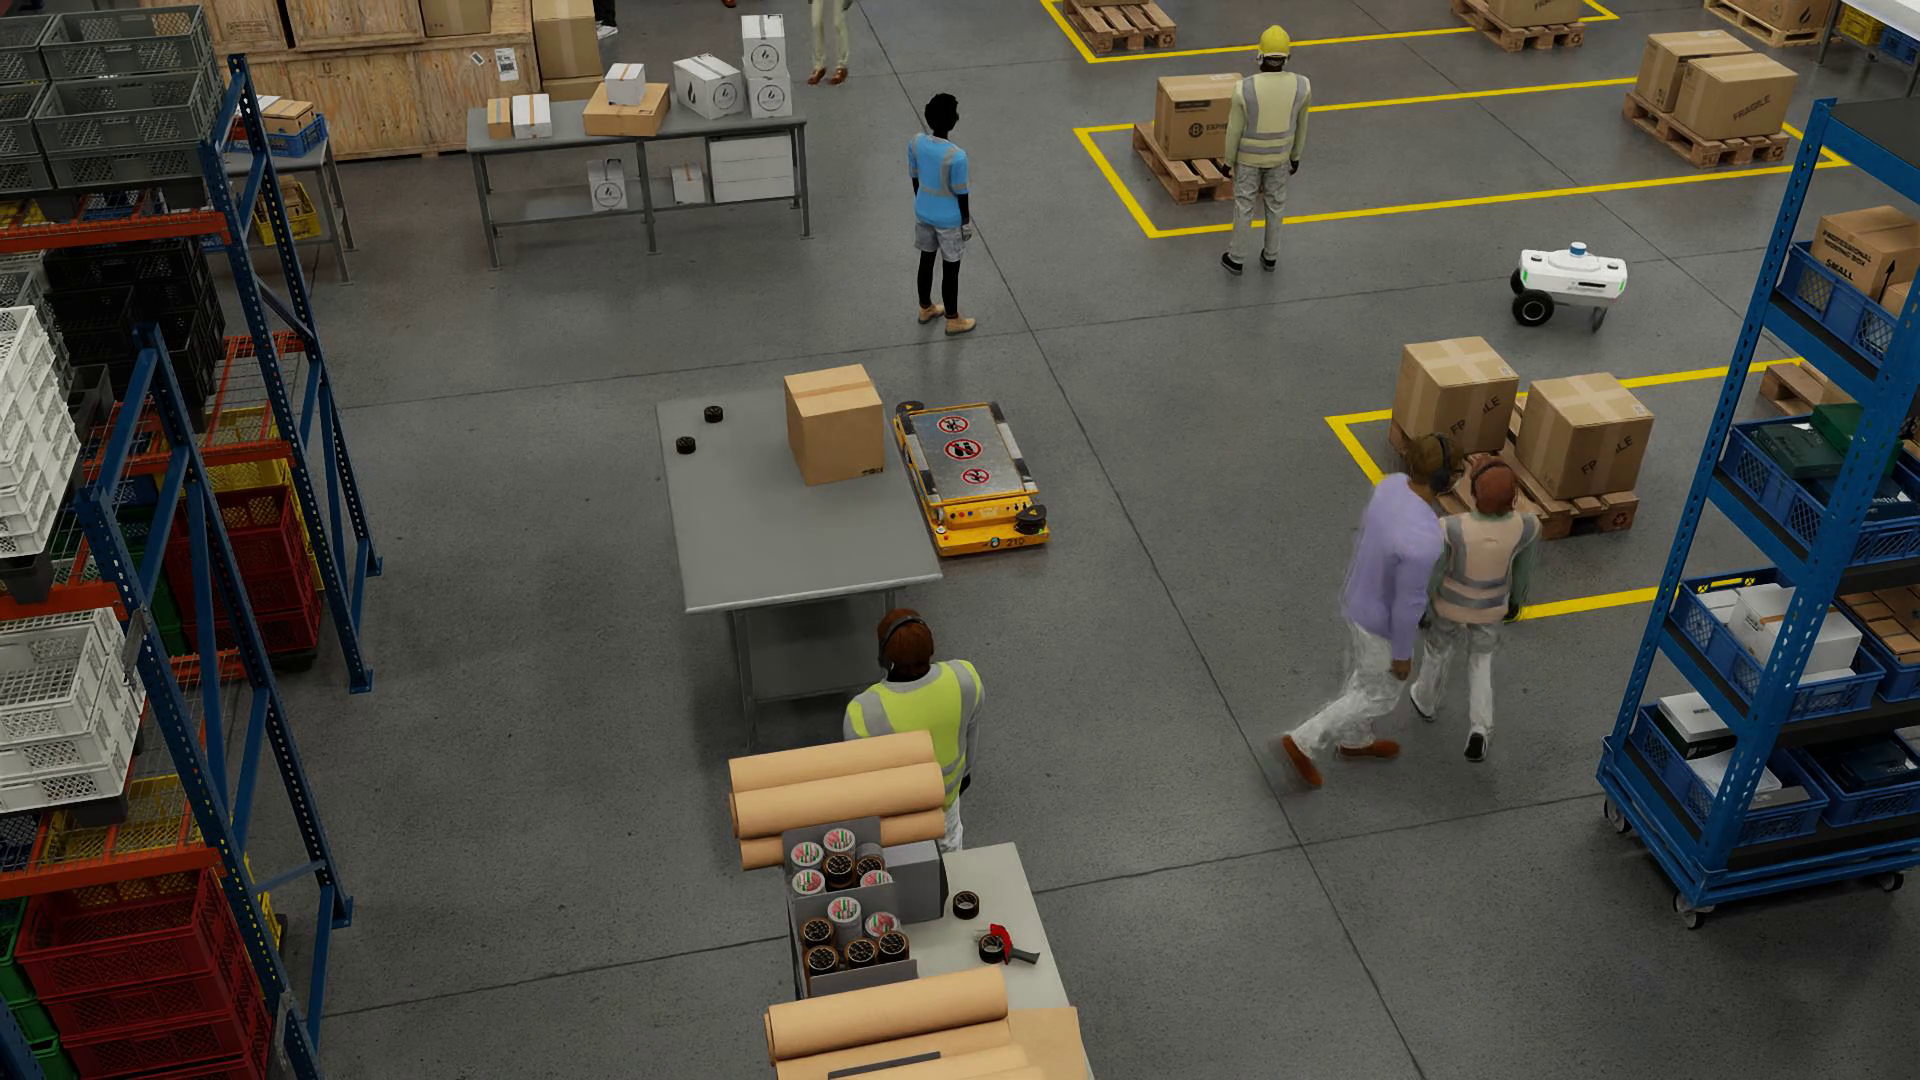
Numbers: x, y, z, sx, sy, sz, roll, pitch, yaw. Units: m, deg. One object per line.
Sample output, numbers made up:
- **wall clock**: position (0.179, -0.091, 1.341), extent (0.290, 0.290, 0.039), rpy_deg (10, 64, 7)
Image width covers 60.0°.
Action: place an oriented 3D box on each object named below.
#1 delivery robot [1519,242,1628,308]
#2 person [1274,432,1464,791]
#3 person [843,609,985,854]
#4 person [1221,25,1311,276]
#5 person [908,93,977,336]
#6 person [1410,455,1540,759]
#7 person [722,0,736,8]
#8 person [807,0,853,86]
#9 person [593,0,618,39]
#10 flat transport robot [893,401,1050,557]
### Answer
- **delivery robot**: position (4.311, -1.862, 11.722), extent (0.707, 0.478, 0.477), rpy_deg (8, 37, 10)
- **person**: position (1.884, 0.342, 7.715), extent (0.659, 1.911, 0.651), rpy_deg (0, 37, 0)
- **person**: position (-0.212, 1.024, 6.848), extent (0.627, 1.844, 0.429), rpy_deg (-22, 42, -26)
- **person**: position (2.176, -2.790, 11.980), extent (0.600, 1.831, 0.404), rpy_deg (-6, 37, -8)
- **person**: position (-0.122, -2.210, 11.313), extent (0.532, 1.697, 0.319), rpy_deg (31, 46, 34)
- **person**: position (2.443, 0.327, 7.959), extent (0.526, 1.615, 0.622), rpy_deg (1, 37, 1)
- **person**: position (-2.270, -6.376, 16.740), extent (0.643, 1.909, 0.410), rpy_deg (-26, 44, -31)
- **person**: position (-1.182, -5.015, 14.955), extent (0.539, 1.858, 0.407), rpy_deg (11, 38, 14)
- **person**: position (-3.573, -5.825, 15.994), extent (0.394, 1.915, 0.587), rpy_deg (-25, 43, -29)
- **flat transport robot**: position (0.046, -0.430, 10.108), extent (0.652, 0.197, 1.431), rpy_deg (-8, 37, -10)
